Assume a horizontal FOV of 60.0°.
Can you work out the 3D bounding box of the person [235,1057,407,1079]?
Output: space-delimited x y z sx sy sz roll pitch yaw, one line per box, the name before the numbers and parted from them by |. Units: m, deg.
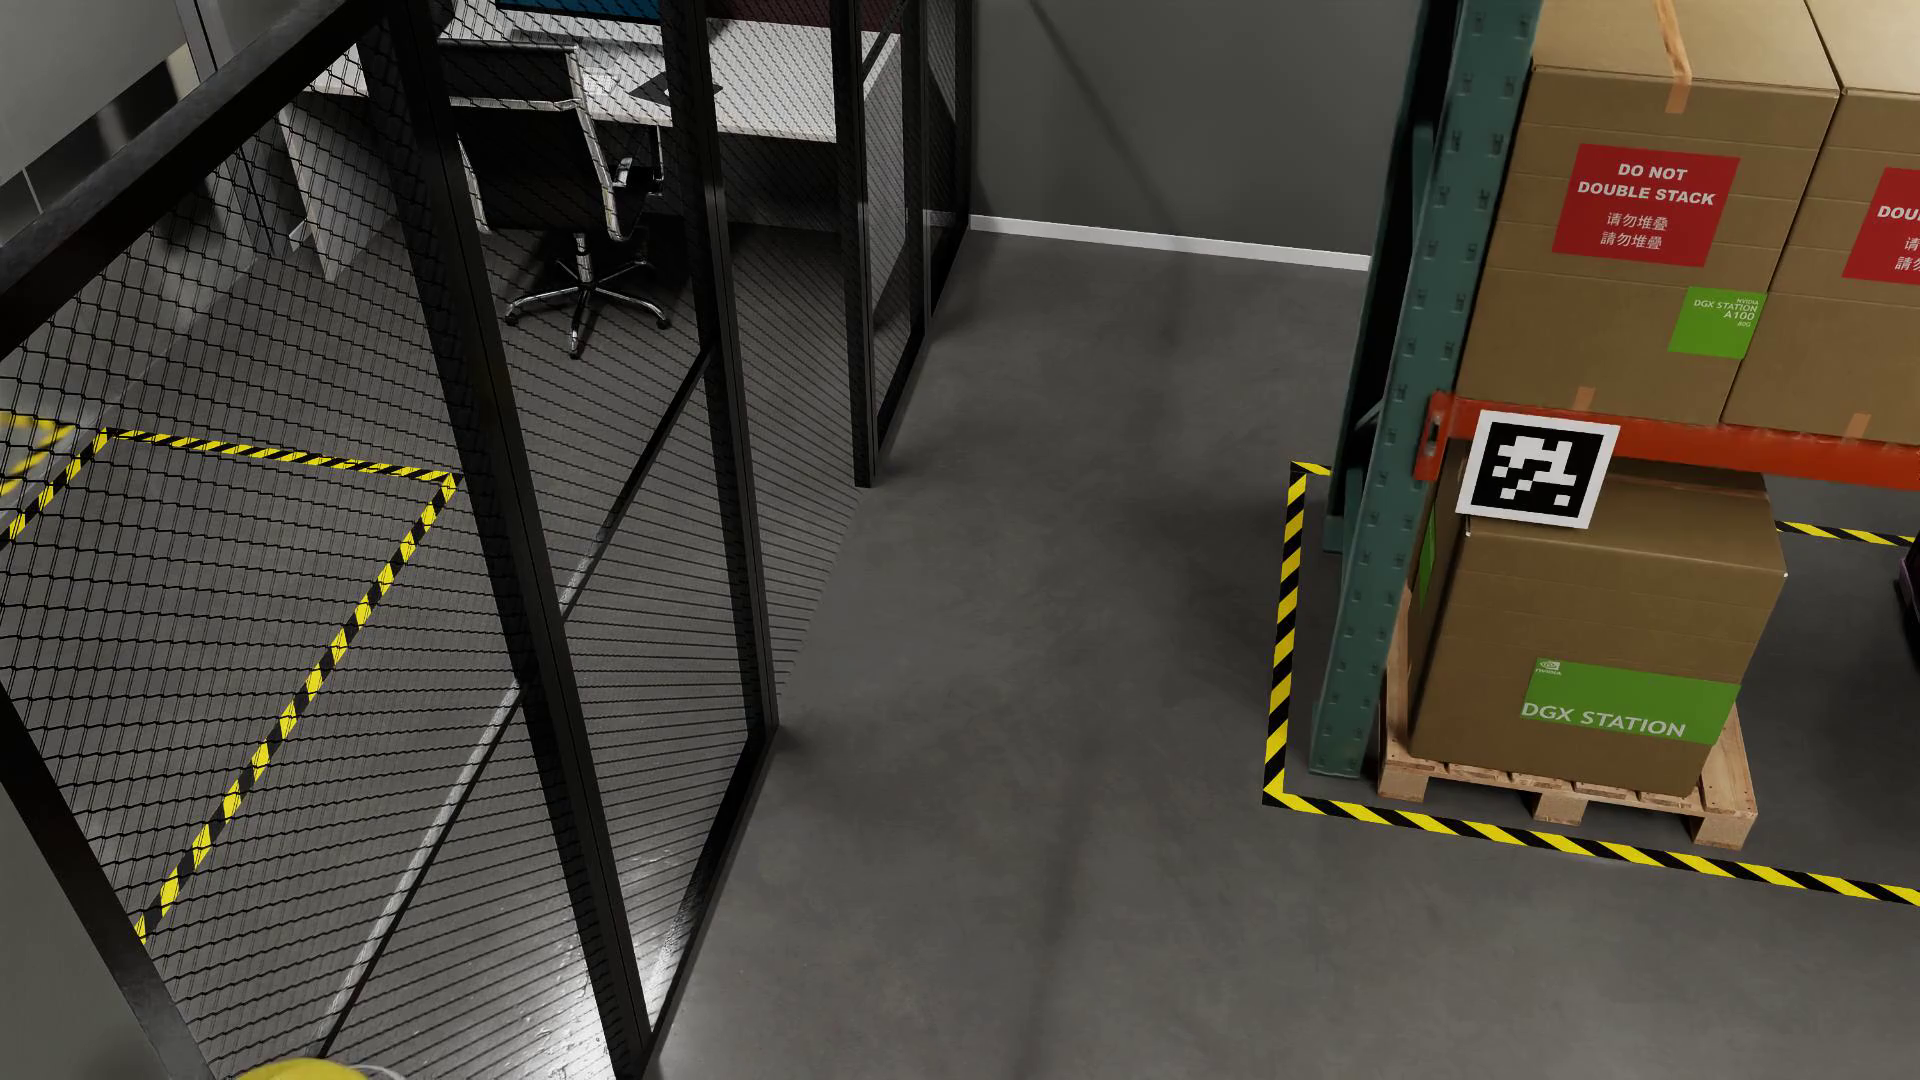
person | -0.668 1.226 2.164 0.587 1.835 0.404 14 43 15
